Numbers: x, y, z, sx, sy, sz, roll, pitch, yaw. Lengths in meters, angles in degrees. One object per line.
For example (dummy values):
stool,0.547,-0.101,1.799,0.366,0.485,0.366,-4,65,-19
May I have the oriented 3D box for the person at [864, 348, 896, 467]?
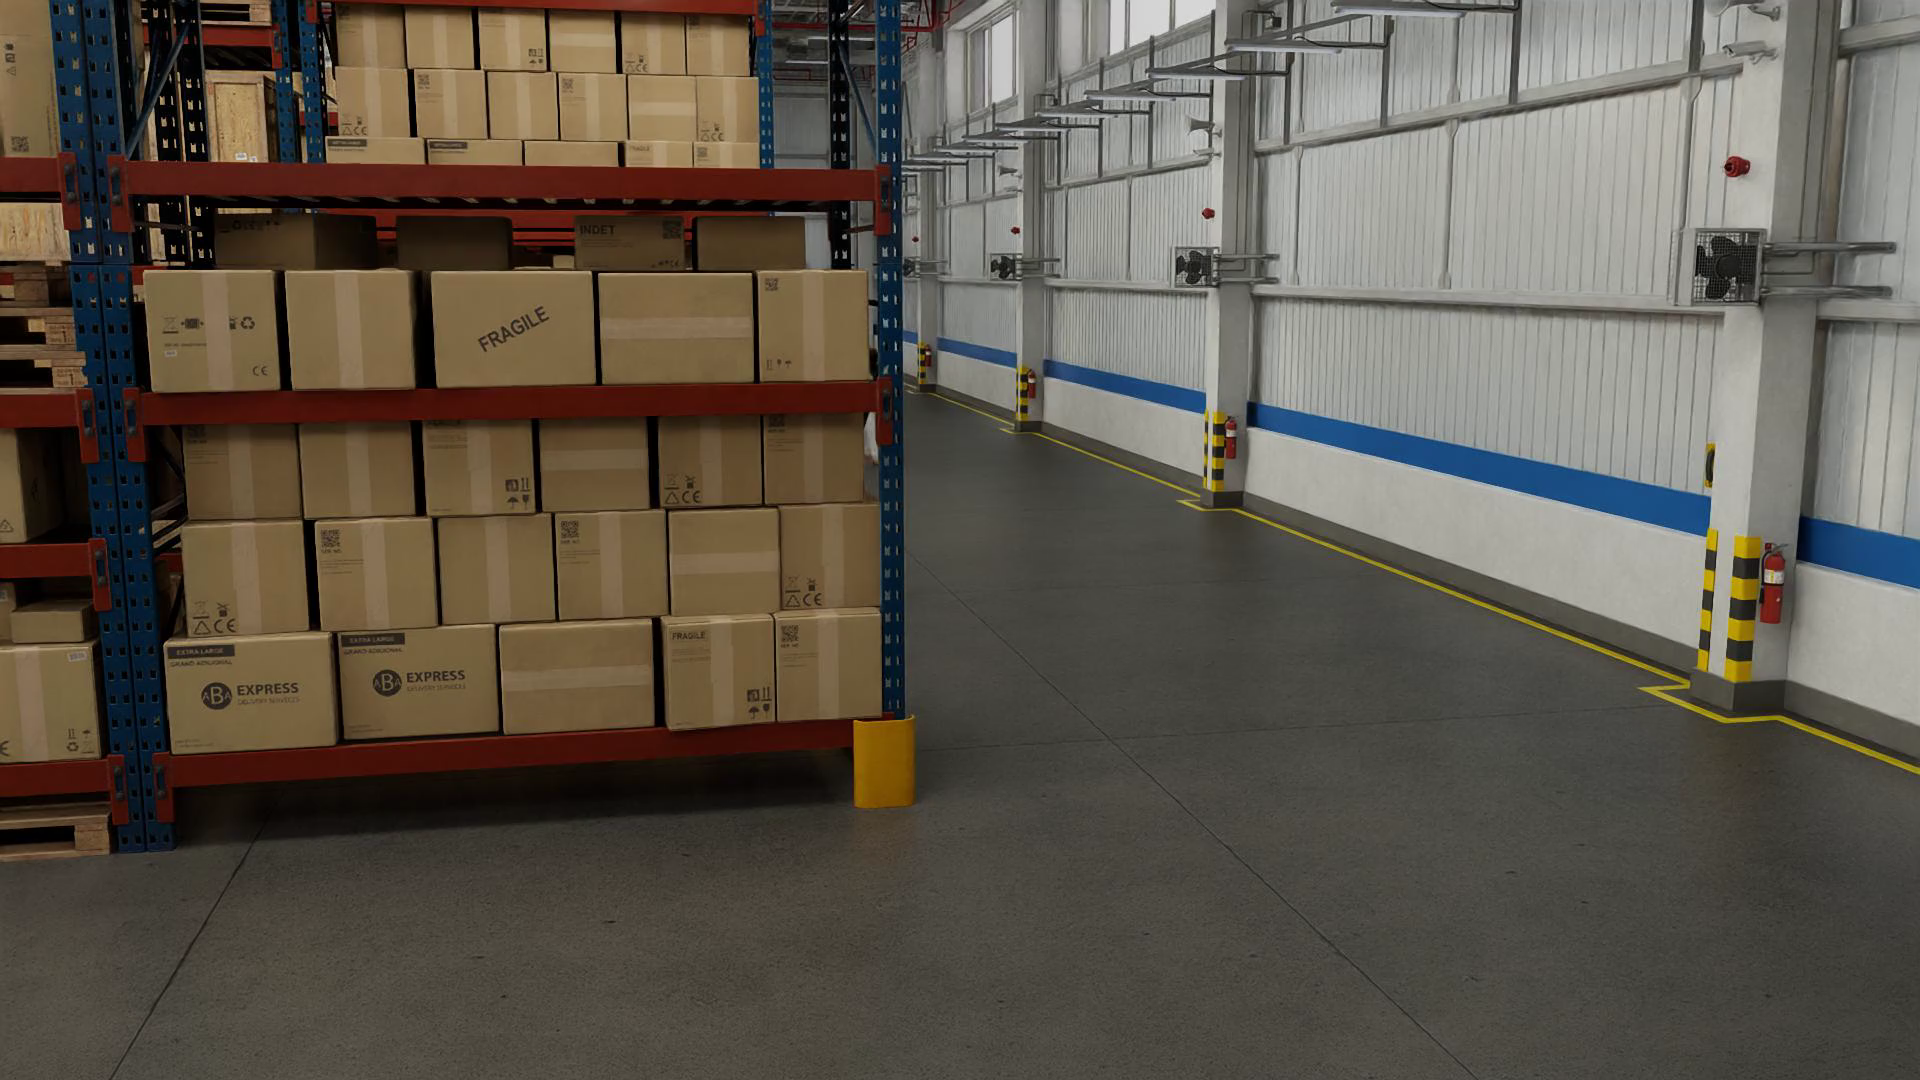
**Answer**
person,-1.342,-2.058,25.644,0.624,1.803,0.927,-5,11,-28
